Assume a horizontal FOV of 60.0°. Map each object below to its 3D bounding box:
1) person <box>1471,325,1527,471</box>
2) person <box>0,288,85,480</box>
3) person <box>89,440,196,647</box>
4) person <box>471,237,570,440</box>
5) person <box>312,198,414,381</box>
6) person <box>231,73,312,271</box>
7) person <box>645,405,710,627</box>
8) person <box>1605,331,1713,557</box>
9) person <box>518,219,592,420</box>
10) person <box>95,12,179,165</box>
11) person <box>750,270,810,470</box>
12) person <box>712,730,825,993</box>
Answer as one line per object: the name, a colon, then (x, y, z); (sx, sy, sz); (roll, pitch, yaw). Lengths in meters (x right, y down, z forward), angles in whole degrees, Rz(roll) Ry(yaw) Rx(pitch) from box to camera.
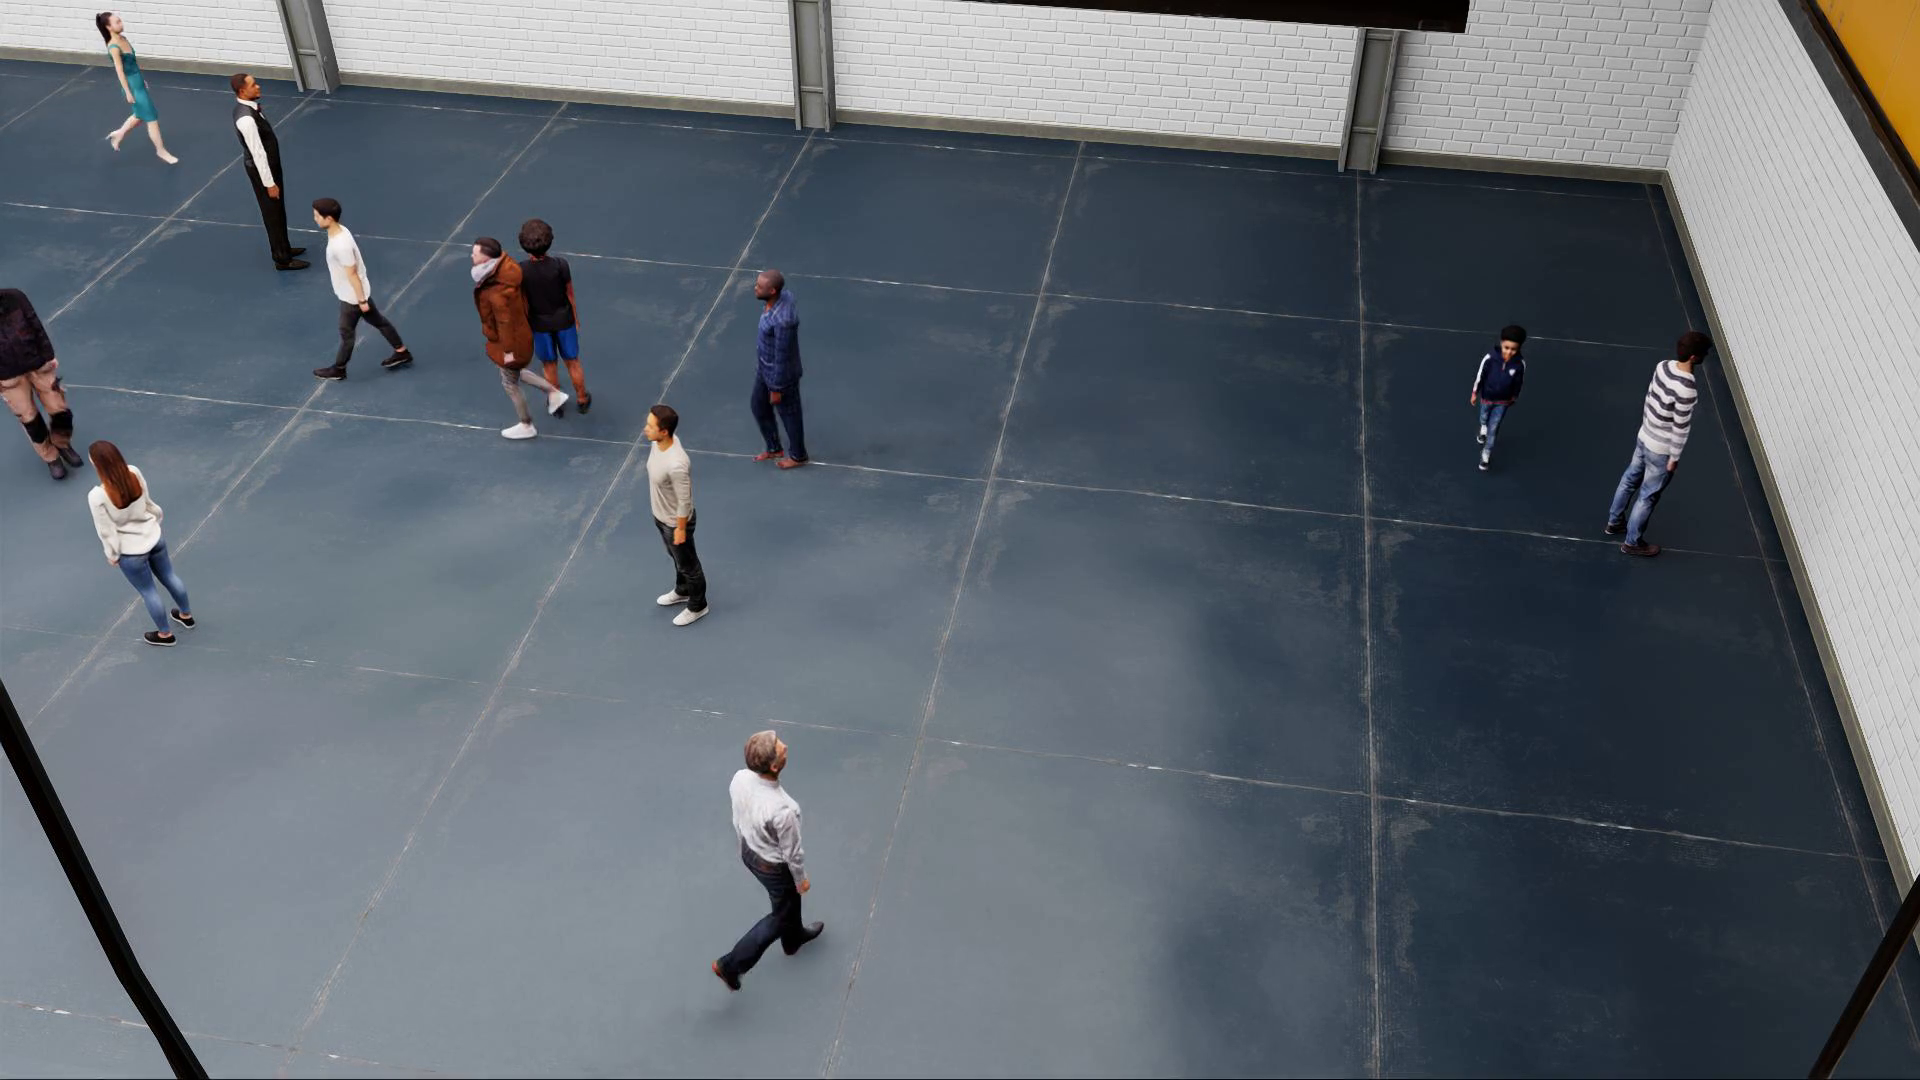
person: (4.345, -1.221, 13.457); (0.833, 1.208, 0.720); (17, 42, 20)
person: (-7.386, -1.362, 13.067); (0.836, 1.914, 0.879); (-28, 46, -31)
person: (-5.692, 0.015, 11.521); (0.625, 1.692, 0.666); (16, 41, 19)
person: (-3.556, -1.621, 13.470); (0.918, 1.817, 0.826); (-4, 39, -5)
person: (-5.117, -2.154, 14.247); (1.183, 1.678, 1.007); (-13, 40, -16)
person: (-6.586, -3.491, 15.730); (0.792, 1.917, 0.784); (-16, 41, -19)
person: (-1.993, -0.196, 11.689); (0.762, 1.811, 0.737); (-17, 42, -21)
person: (5.184, -0.734, 12.332); (0.635, 1.850, 0.702); (-4, 39, -5)
person: (-3.370, -1.816, 13.728); (0.645, 1.799, 0.748); (-10, 40, -12)
person: (-8.744, -4.722, 17.475); (0.967, 1.664, 0.749); (-6, 39, -7)
person: (-1.334, -1.334, 13.117); (0.833, 1.808, 0.813); (-8, 39, -10)
person: (-1.097, 1.802, 9.196); (1.091, 1.801, 1.056); (-27, 46, -30)
